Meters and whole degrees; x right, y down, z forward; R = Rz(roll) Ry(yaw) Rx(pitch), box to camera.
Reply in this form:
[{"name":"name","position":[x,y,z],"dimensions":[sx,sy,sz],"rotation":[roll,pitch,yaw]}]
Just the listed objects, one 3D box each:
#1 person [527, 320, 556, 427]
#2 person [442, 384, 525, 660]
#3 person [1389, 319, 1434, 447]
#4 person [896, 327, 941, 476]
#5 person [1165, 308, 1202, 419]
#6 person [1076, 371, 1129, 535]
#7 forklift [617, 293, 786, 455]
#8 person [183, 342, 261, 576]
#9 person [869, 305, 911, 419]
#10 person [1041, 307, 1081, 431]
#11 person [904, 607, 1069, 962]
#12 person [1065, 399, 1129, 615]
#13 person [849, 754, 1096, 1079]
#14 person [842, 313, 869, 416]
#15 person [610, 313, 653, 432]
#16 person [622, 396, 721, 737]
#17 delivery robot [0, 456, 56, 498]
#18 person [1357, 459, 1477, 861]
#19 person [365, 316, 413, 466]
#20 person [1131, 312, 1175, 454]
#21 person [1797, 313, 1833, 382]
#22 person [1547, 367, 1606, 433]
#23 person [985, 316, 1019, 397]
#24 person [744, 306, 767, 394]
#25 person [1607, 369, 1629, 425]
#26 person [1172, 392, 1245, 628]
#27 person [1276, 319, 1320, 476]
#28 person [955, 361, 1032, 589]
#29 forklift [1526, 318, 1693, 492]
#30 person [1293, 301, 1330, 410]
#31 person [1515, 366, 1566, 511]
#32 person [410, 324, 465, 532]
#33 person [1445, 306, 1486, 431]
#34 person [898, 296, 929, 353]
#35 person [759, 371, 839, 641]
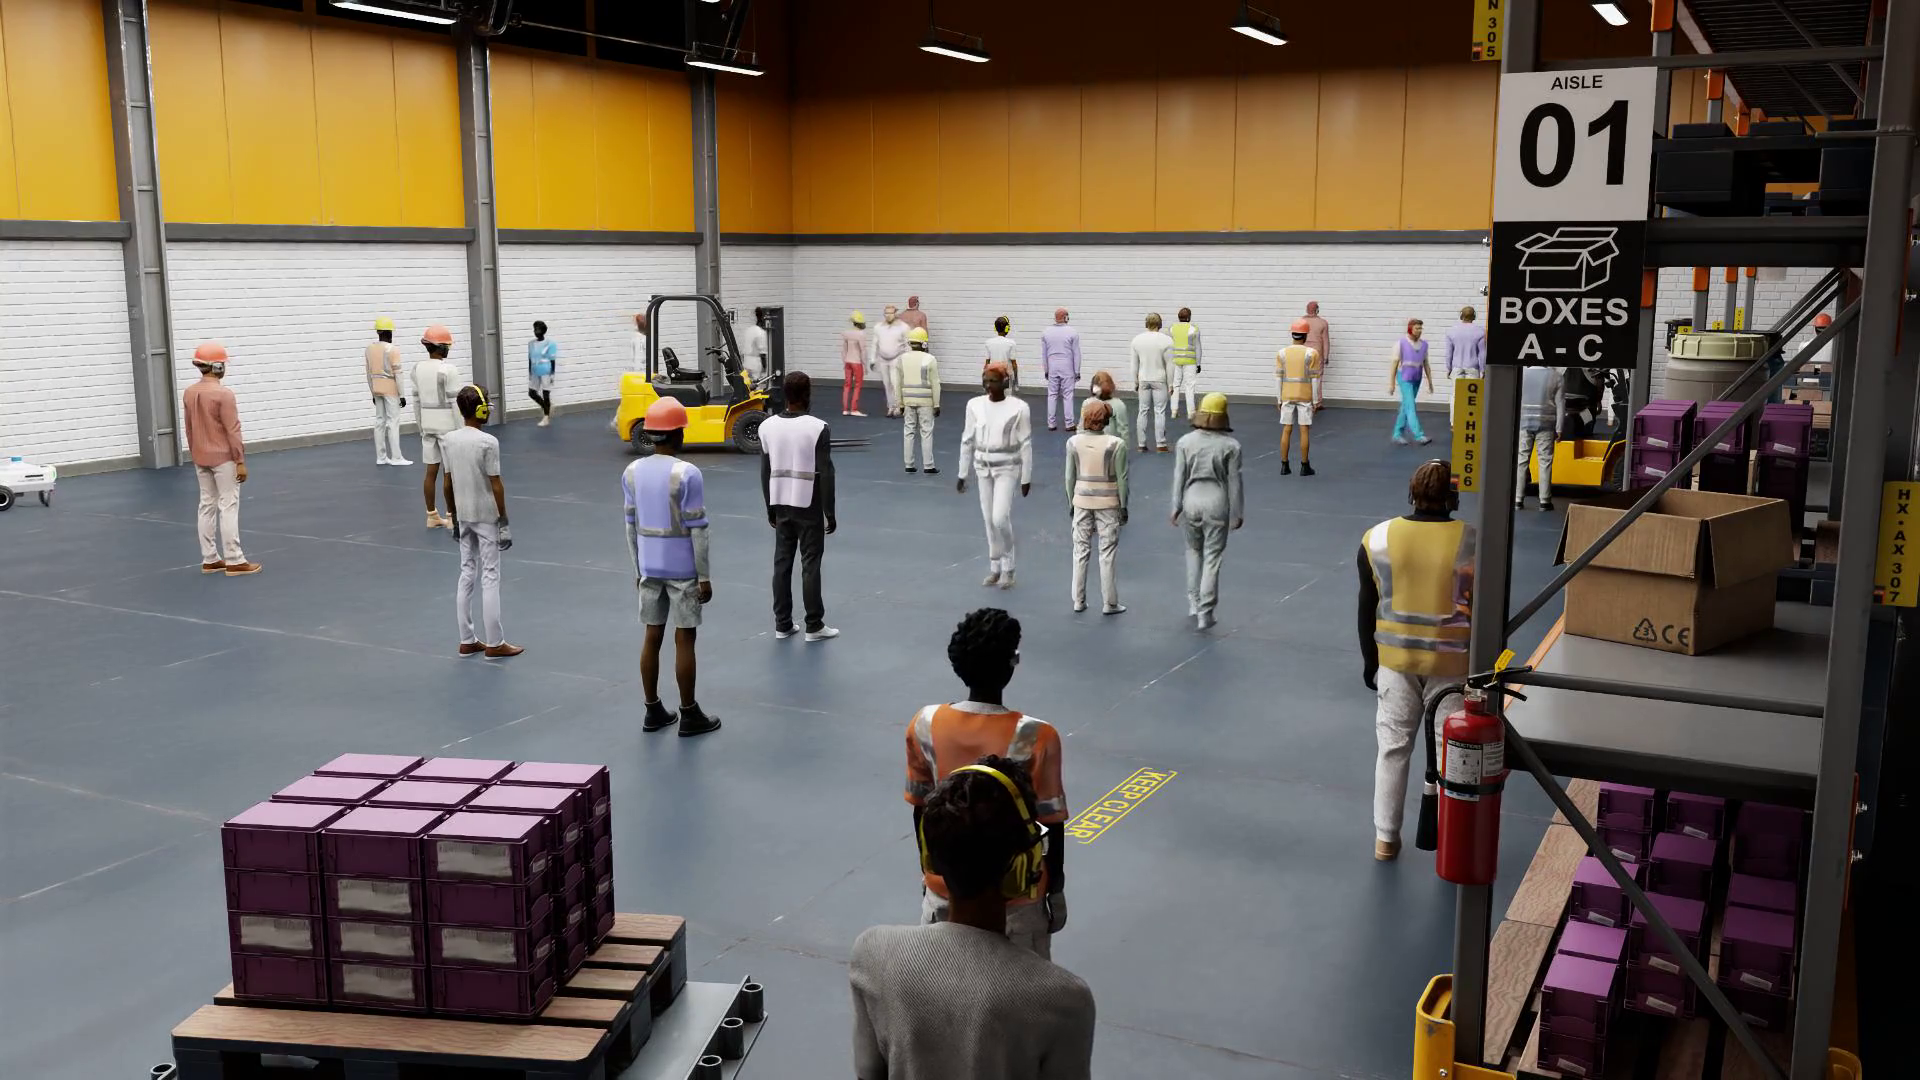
[{"name":"person","position":[-6.612,-2.636,26.337],"dimensions":[0.551,1.683,0.394],"rotation":[4,11,23]},{"name":"person","position":[-3.250,-0.122,11.276],"dimensions":[0.513,1.872,0.328],"rotation":[5,11,27]},{"name":"person","position":[6.461,-2.211,23.545],"dimensions":[0.598,1.799,0.927],"rotation":[-6,11,-29]},{"name":"person","position":[-0.496,-1.706,20.546],"dimensions":[0.590,1.836,0.404],"rotation":[5,11,27]},{"name":"person","position":[3.724,-2.932,27.627],"dimensions":[0.627,1.844,0.429],"rotation":[5,11,27]},{"name":"person","position":[1.365,-0.845,16.250],"dimensions":[0.505,1.595,0.867],"rotation":[10,14,44]},{"name":"forklift","position":[-3.588,-2.317,23.042],"dimensions":[2.313,2.155,1.214],"rotation":[-1,10,-5]},{"name":"person","position":[-6.323,-0.688,14.184],"dimensions":[0.612,1.997,0.376],"rotation":[5,11,27]},{"name":"person","position":[-1.190,-2.951,27.610],"dimensions":[0.642,1.882,0.736],"rotation":[4,11,21]},{"name":"person","position":[1.580,-2.628,25.667],"dimensions":[0.643,1.913,0.410],"rotation":[5,11,27]},{"name":"person","position":[0.088,1.040,5.044],"dimensions":[0.535,1.699,0.318],"rotation":[5,11,27]},{"name":"person","position":[1.041,-0.244,12.648],"dimensions":[0.514,1.641,0.307],"rotation":[5,11,27]},{"name":"person","position":[0.045,1.301,3.037],"dimensions":[0.513,1.872,0.328],"rotation":[5,11,27]},{"name":"person","position":[-1.767,-2.948,28.043],"dimensions":[0.428,1.735,0.564],"rotation":[-8,13,-39]},{"name":"person","position":[-4.833,-2.480,24.991],"dimensions":[0.914,1.857,0.578],"rotation":[-2,10,-9]},{"name":"person","position":[-1.642,0.154,9.471],"dimensions":[0.545,1.942,0.349],"rotation":[5,11,27]},{"name":"delivery robot","position":[-10.181,-0.669,17.975],"dimensions":[0.707,0.478,0.477],"rotation":[-9,13,-41]},{"name":"person","position":[2.093,0.554,7.446],"dimensions":[0.627,1.844,0.429],"rotation":[5,11,27]},{"name":"person","position":[-7.391,-1.912,21.465],"dimensions":[0.587,1.930,0.359],"rotation":[5,11,27]},{"name":"person","position":[2.650,-2.150,22.816],"dimensions":[0.631,1.940,0.372],"rotation":[5,11,27]},{"name":"person","position":[11.540,-2.072,22.358],"dimensions":[0.545,1.942,0.349],"rotation":[5,11,27]},{"name":"person","position":[7.399,-1.715,20.004],"dimensions":[0.684,2.000,0.538],"rotation":[5,11,27]},{"name":"person","position":[0.597,-2.197,23.290],"dimensions":[0.513,1.872,0.328],"rotation":[5,11,27]},{"name":"person","position":[-3.194,-2.658,25.801],"dimensions":[0.565,1.927,0.653],"rotation":[-5,11,-29]},{"name":"person","position":[10.560,-2.728,26.442],"dimensions":[0.627,1.846,0.429],"rotation":[5,11,27]},{"name":"person","position":[1.863,-0.234,12.341],"dimensions":[0.519,1.720,0.640],"rotation":[4,11,23]},{"name":"person","position":[4.173,-1.757,20.548],"dimensions":[0.545,1.938,0.355],"rotation":[5,11,27]},{"name":"person","position":[0.273,-0.526,13.633],"dimensions":[0.596,1.869,0.540],"rotation":[6,12,33]},{"name":"forklift","position":[7.066,-1.601,18.899],"dimensions":[2.313,2.155,1.214],"rotation":[5,11,27]},{"name":"person","position":[6.154,-3.219,29.102],"dimensions":[0.643,1.908,0.410],"rotation":[5,11,27]},{"name":"person","position":[6.148,-1.217,17.737],"dimensions":[0.597,1.831,0.403],"rotation":[5,11,27]},{"name":"person","position":[-5.122,-1.101,16.443],"dimensions":[0.608,2.044,0.372],"rotation":[5,11,27]},{"name":"person","position":[7.778,-2.626,25.576],"dimensions":[0.631,1.940,0.372],"rotation":[5,11,27]},{"name":"person","position":[-0.888,-3.814,32.542],"dimensions":[0.643,1.909,0.410],"rotation":[5,11,27]},{"name":"person","position":[-1.146,-0.236,11.789],"dimensions":[0.593,1.922,0.391],"rotation":[5,11,27]}]
